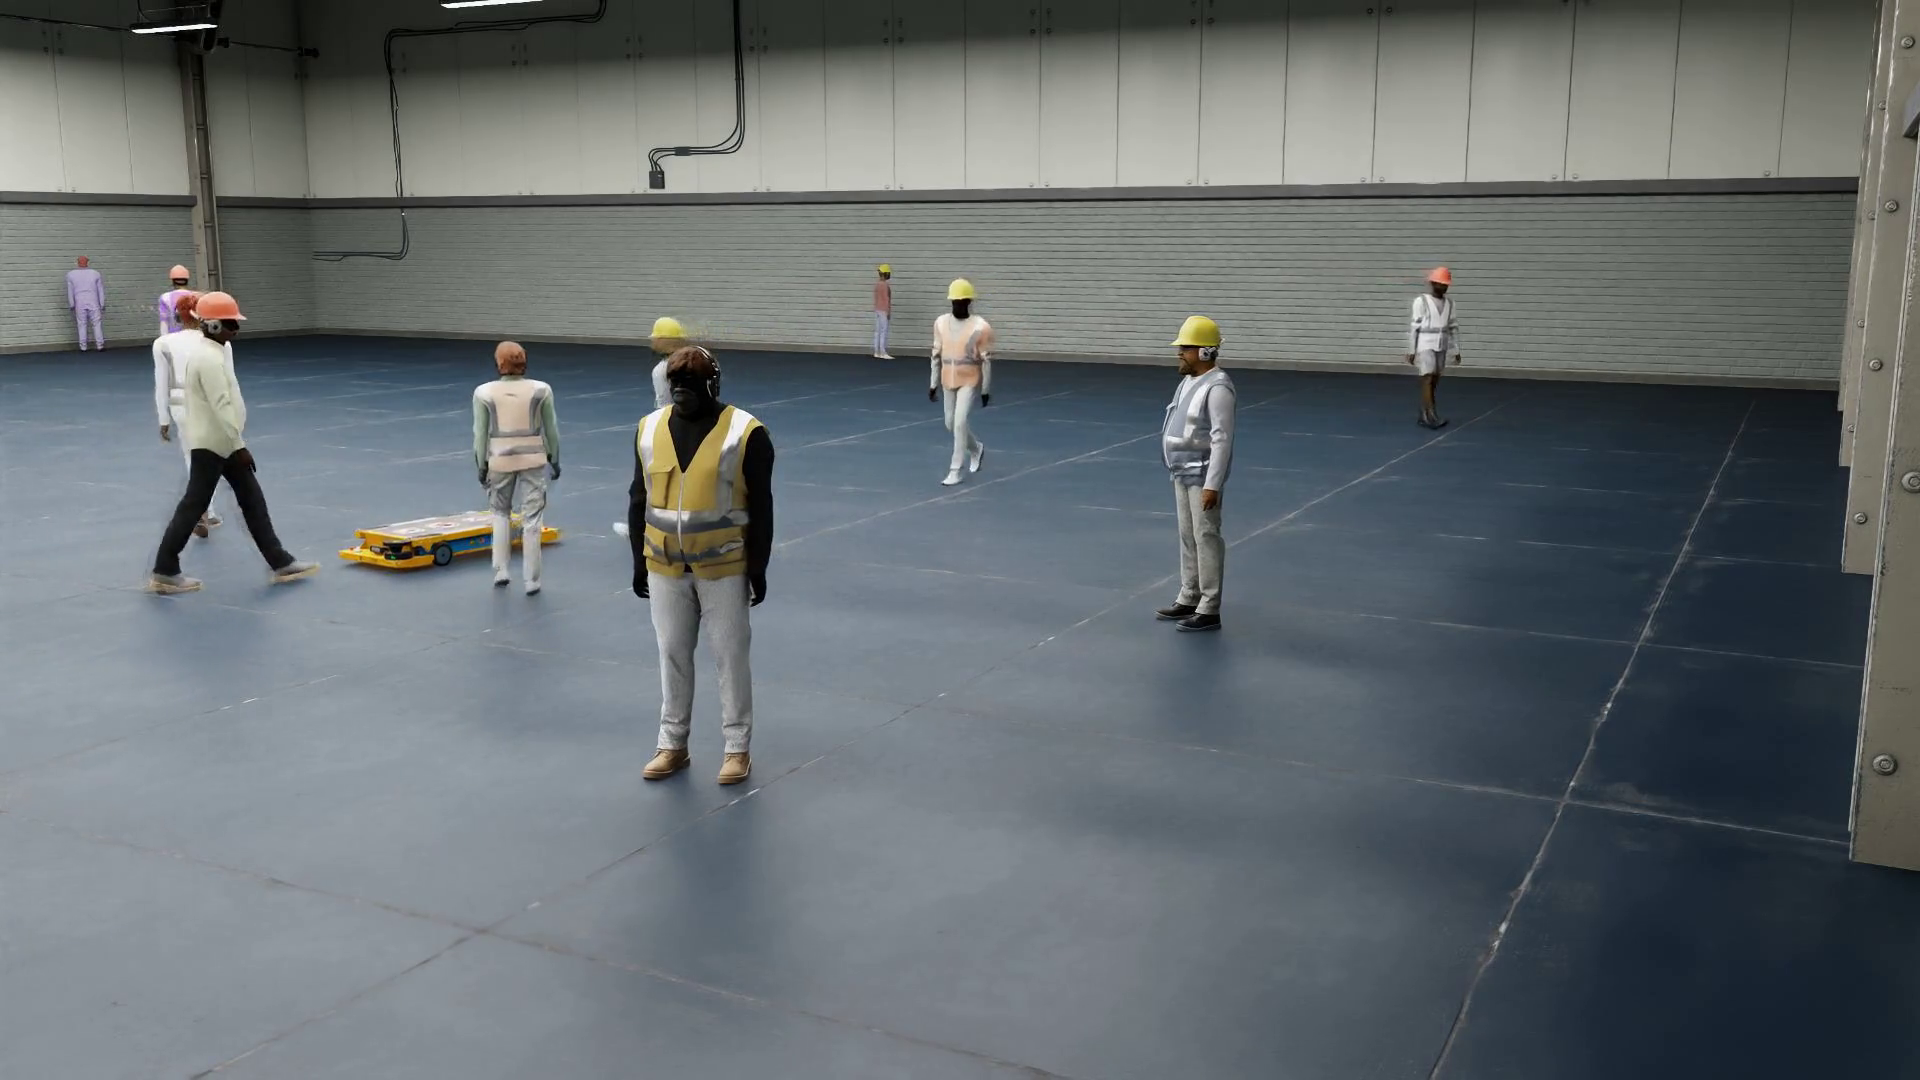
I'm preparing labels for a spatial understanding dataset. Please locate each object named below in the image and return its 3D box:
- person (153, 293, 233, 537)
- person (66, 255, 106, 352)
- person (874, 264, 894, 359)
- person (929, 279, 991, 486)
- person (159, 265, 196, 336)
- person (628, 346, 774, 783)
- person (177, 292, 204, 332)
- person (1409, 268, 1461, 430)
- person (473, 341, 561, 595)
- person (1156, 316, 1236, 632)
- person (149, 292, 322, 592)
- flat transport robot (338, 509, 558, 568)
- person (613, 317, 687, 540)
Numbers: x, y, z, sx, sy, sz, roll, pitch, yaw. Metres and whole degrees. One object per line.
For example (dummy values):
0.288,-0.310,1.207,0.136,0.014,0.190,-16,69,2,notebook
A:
-5.843,-0.948,12.724,0.576,1.861,0.845,-2,11,-9,person
-17.209,-4.655,32.794,0.652,1.906,0.403,-4,11,-22,person
-1.408,-4.250,30.977,0.330,1.765,0.533,-5,11,-25,person
0.045,-1.488,15.547,0.591,1.903,0.829,7,12,32,person
-9.863,-2.533,21.191,0.561,1.924,0.495,-4,11,-21,person
-1.101,0.108,7.000,0.633,1.843,0.429,2,11,12,person
-9.119,-2.161,19.992,0.505,1.617,0.365,-1,10,-6,person
5.691,-2.261,19.731,0.571,1.904,0.802,-4,11,-18,person
-2.855,-0.470,10.770,0.536,1.620,0.606,-2,11,-11,person
1.381,-0.386,9.718,0.404,1.833,0.592,-3,11,-14,person
-4.797,-0.625,10.768,1.047,1.943,0.600,-3,11,-18,person
-3.677,-0.027,12.019,0.652,0.197,1.431,7,13,34,flat transport robot
-2.138,-0.778,12.232,0.901,1.698,0.493,6,12,31,person
